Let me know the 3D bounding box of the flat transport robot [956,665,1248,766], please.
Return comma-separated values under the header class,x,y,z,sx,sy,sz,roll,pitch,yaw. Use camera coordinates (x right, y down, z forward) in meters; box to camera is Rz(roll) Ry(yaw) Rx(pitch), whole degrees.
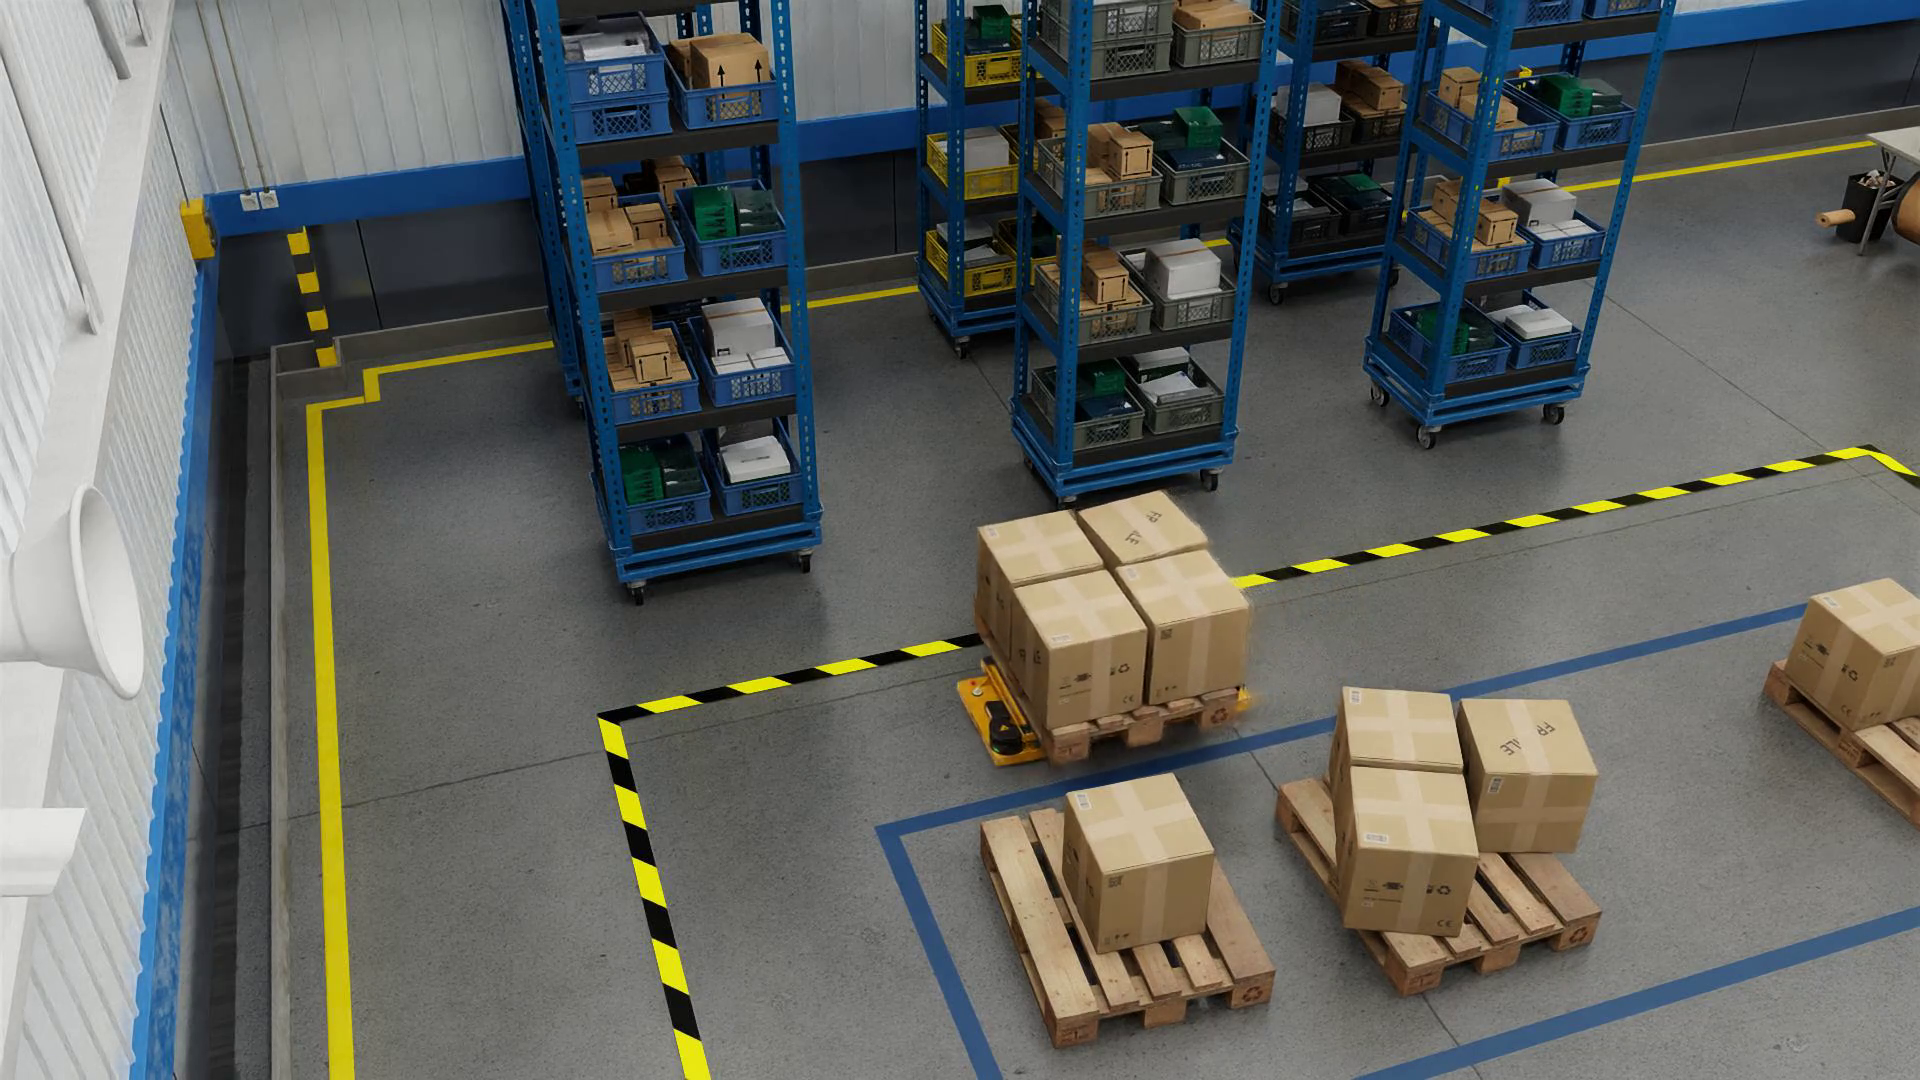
class,x,y,z,sx,sy,sz,roll,pitch,yaw
flat transport robot,0.758,0.786,8.917,1.431,0.197,0.652,-11,37,-15
